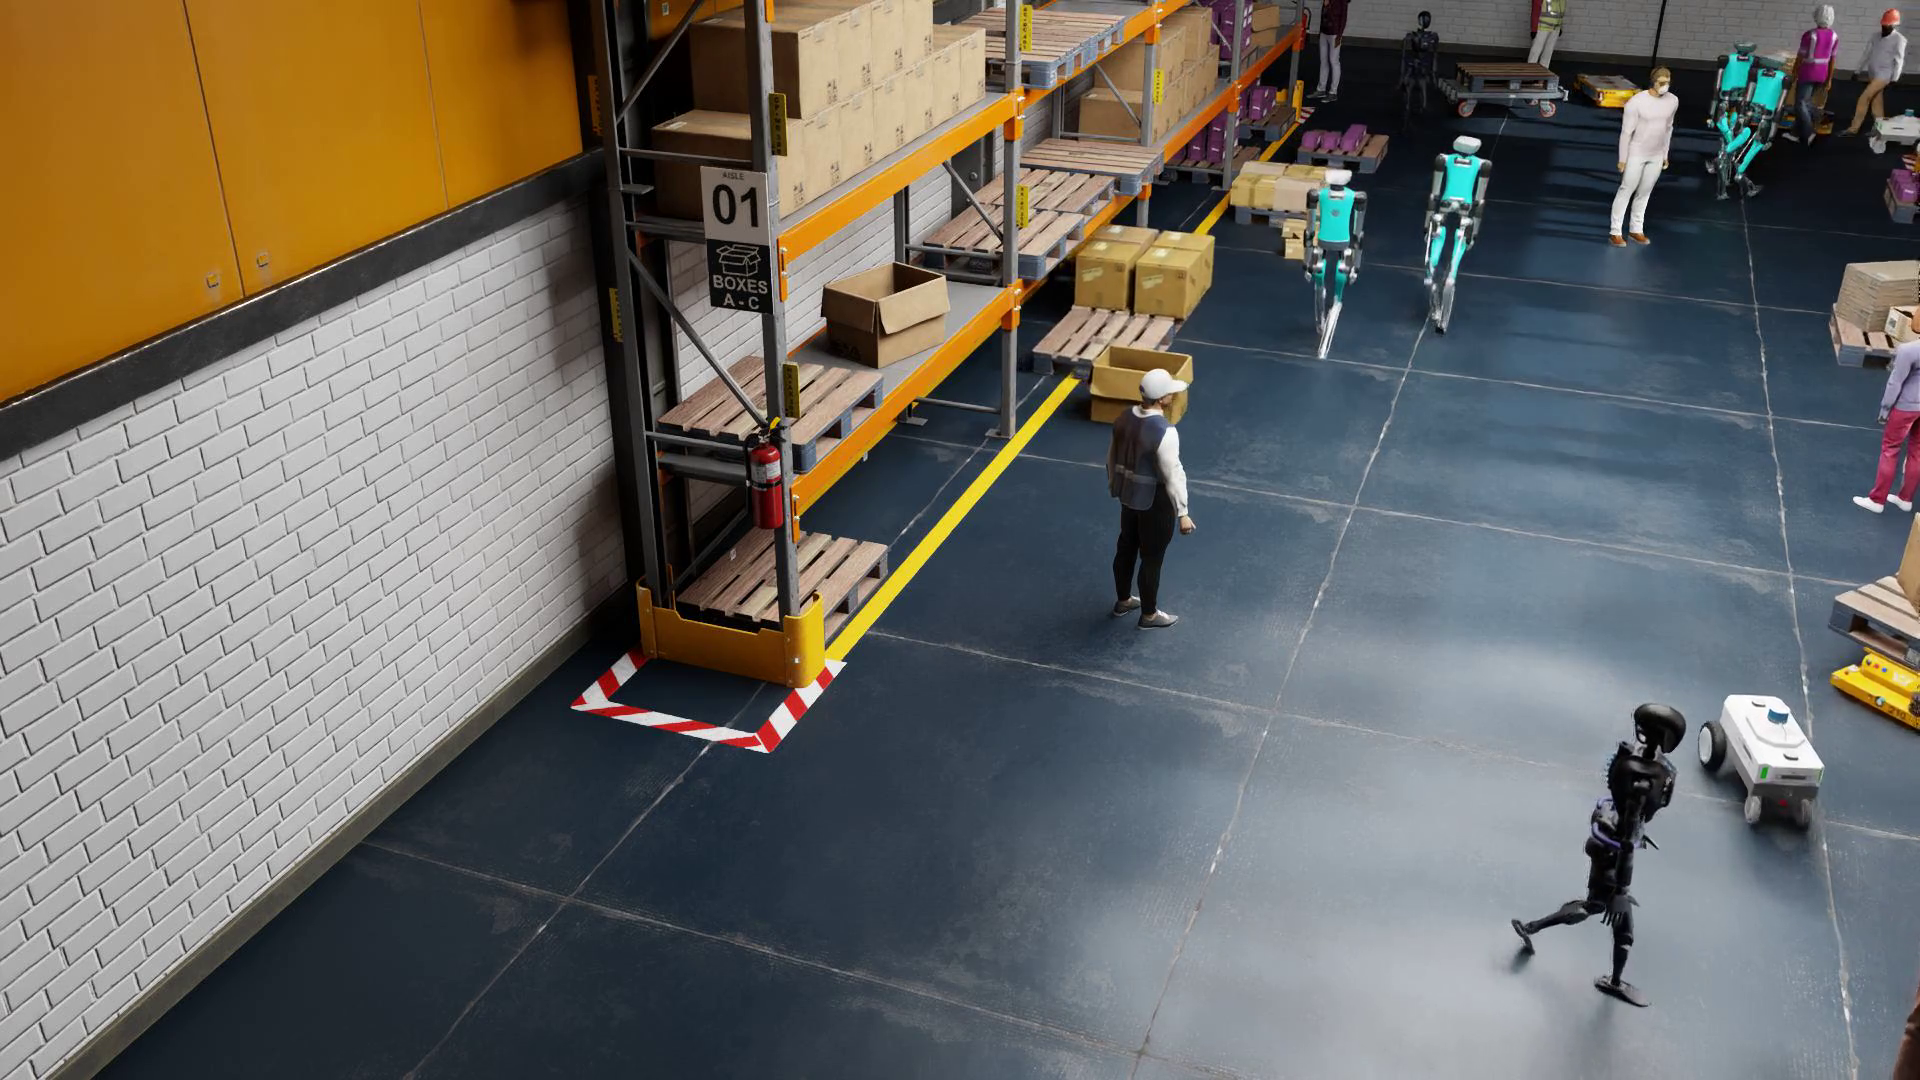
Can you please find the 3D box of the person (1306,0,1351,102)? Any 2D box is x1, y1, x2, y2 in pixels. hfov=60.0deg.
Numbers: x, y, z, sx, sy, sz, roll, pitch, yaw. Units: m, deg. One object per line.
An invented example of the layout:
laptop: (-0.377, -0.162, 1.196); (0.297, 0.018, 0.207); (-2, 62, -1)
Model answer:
person: (5.446, -7.424, 24.318); (0.422, 1.952, 0.491); (-14, 31, -26)

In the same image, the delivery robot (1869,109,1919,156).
delivery robot: (12.387, -5.326, 21.774); (0.789, 0.598, 0.499); (8, 28, 15)

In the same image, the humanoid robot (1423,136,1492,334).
humanoid robot: (4.602, -2.804, 15.684); (0.548, 1.856, 0.858); (11, 29, 20)

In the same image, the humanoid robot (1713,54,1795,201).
humanoid robot: (9.128, -4.713, 19.272); (0.989, 1.725, 0.539); (-18, 32, -31)

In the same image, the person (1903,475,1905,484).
person: (7.623, -1.214, 12.543); (0.725, 1.705, 0.496); (2, 27, 4)

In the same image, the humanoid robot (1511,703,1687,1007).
humanoid robot: (2.938, 1.388, 7.553); (0.637, 1.633, 0.604); (12, 30, 22)

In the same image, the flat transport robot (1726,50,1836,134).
flat transport robot: (11.351, -5.862, 23.121); (1.431, 0.231, 0.659); (13, 30, 24)

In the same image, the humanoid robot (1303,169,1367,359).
humanoid robot: (3.403, -2.590, 15.198); (0.547, 1.783, 0.928); (7, 28, 13)

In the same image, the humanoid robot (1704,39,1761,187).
humanoid robot: (9.375, -5.115, 20.088); (0.555, 1.739, 1.049); (-3, 27, -6)

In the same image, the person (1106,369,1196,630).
person: (1.199, -0.265, 10.637); (0.442, 1.757, 0.770); (-18, 32, -31)

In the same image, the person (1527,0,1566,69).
person: (8.795, -7.665, 24.902); (0.632, 1.842, 0.429); (-14, 31, -26)

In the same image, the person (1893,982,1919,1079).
person: (3.686, 2.016, 6.002); (0.636, 1.955, 0.665); (7, 28, 14)

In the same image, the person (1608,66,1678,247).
person: (7.387, -4.140, 17.961); (0.637, 1.936, 0.357); (-8, 28, -14)

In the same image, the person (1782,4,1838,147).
person: (11.232, -6.085, 21.870); (0.526, 1.816, 0.732); (-5, 28, -10)

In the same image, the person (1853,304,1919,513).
person: (6.939, -0.960, 12.128); (0.500, 1.627, 0.293); (-5, 28, -9)

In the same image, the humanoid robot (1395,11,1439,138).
humanoid robot: (6.137, -6.250, 22.334); (0.601, 1.644, 0.336); (-7, 28, -13)

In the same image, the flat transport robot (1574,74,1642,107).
flat transport robot: (9.643, -6.671, 24.690); (0.659, 0.231, 1.431); (1, 27, 3)

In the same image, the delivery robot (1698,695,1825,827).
delivery robot: (4.451, 1.171, 9.187); (0.499, 0.612, 0.796); (2, 27, 5)

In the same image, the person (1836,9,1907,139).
person: (12.196, -6.208, 22.202); (0.664, 1.716, 0.549); (1, 27, 2)

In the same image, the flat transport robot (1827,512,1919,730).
flat transport robot: (6.114, 0.782, 10.235); (1.431, 0.231, 0.659); (-14, 31, -26)
